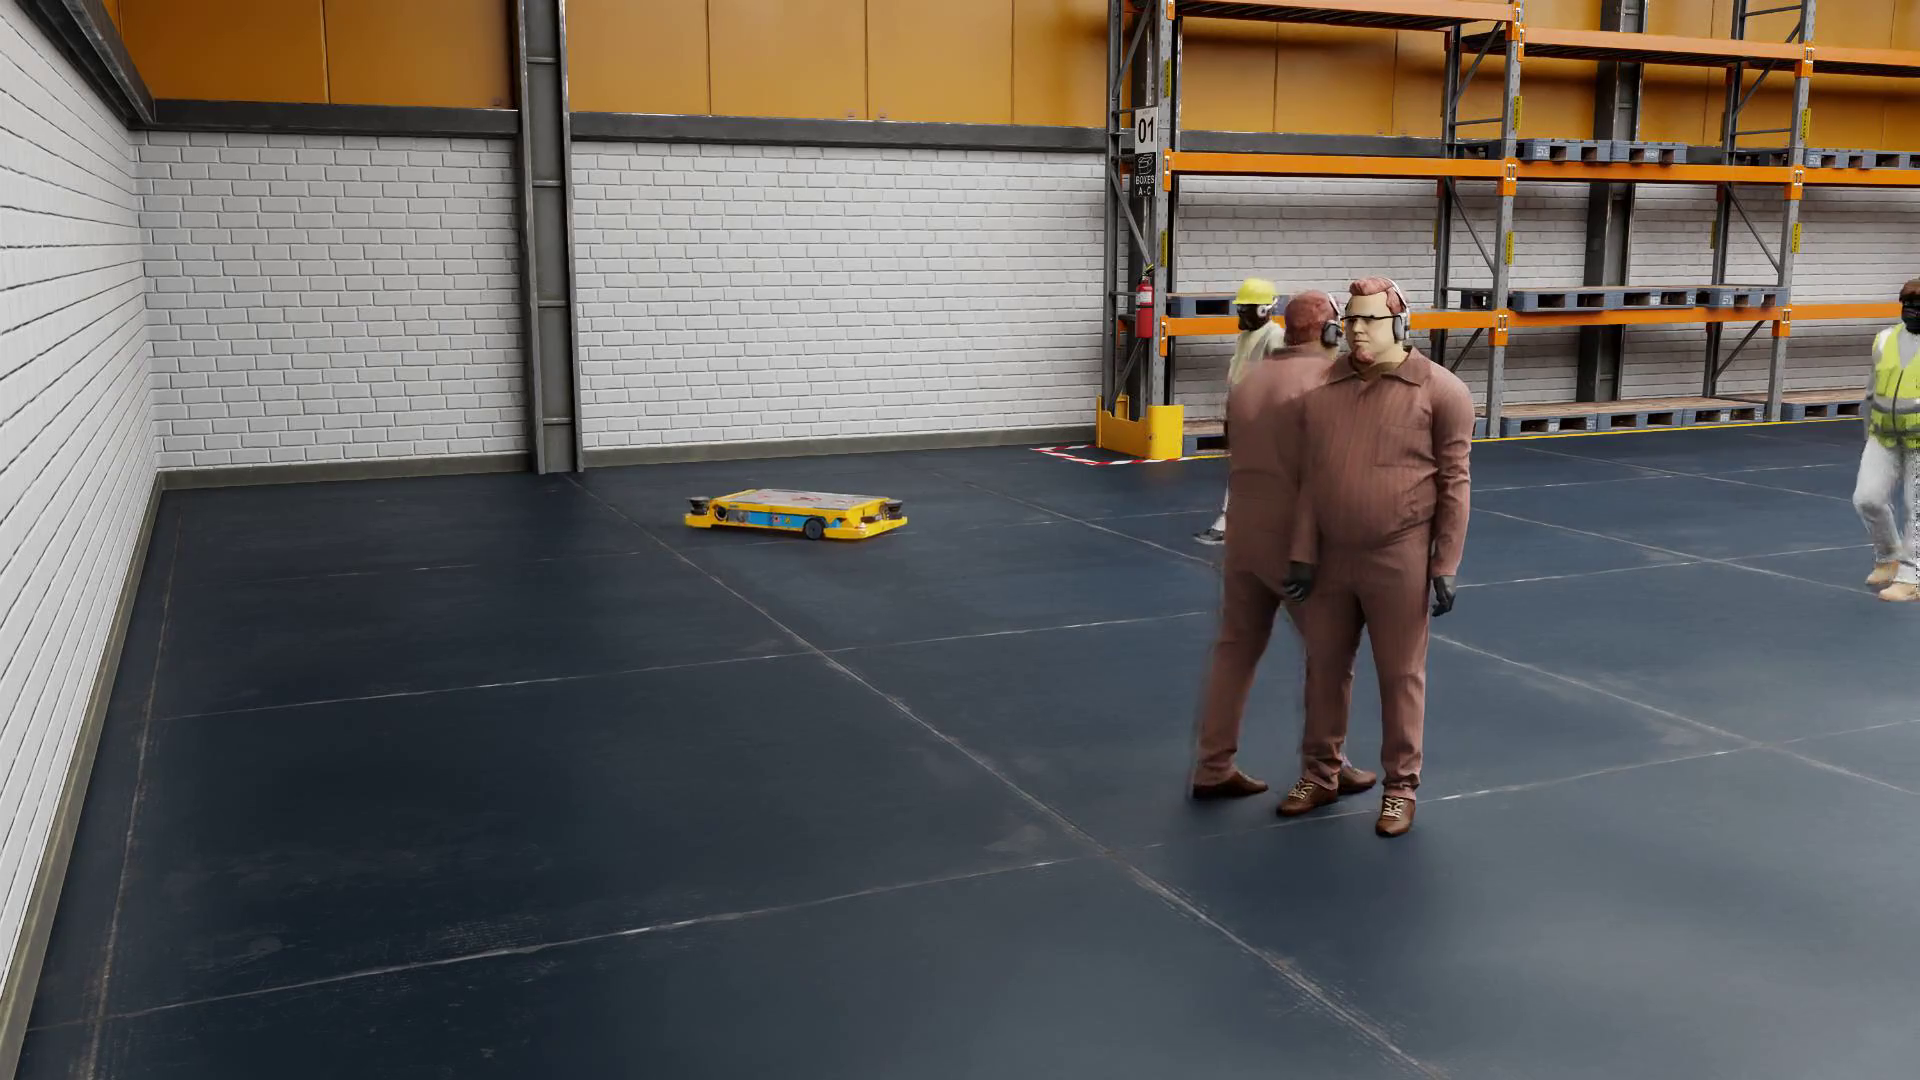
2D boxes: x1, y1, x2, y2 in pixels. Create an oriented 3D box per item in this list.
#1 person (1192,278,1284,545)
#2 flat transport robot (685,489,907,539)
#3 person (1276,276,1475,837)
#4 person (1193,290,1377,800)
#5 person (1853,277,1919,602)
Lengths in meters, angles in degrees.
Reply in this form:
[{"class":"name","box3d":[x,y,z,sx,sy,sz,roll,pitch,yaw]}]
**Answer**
[{"class":"person","box3d":[2.047,-0.865,11.207,0.937,1.790,0.617,-2,10,-11]},{"class":"flat transport robot","box3d":[-1.152,-0.196,11.685,1.431,0.197,0.652,5,11,24]},{"class":"person","box3d":[1.393,0.057,5.714,0.653,1.906,0.405,7,12,35]},{"class":"person","box3d":[1.199,0.029,6.056,0.814,1.842,0.673,-6,12,-30]},{"class":"person","box3d":[5.359,-0.556,9.371,0.438,1.830,0.627,-6,12,-31]}]
